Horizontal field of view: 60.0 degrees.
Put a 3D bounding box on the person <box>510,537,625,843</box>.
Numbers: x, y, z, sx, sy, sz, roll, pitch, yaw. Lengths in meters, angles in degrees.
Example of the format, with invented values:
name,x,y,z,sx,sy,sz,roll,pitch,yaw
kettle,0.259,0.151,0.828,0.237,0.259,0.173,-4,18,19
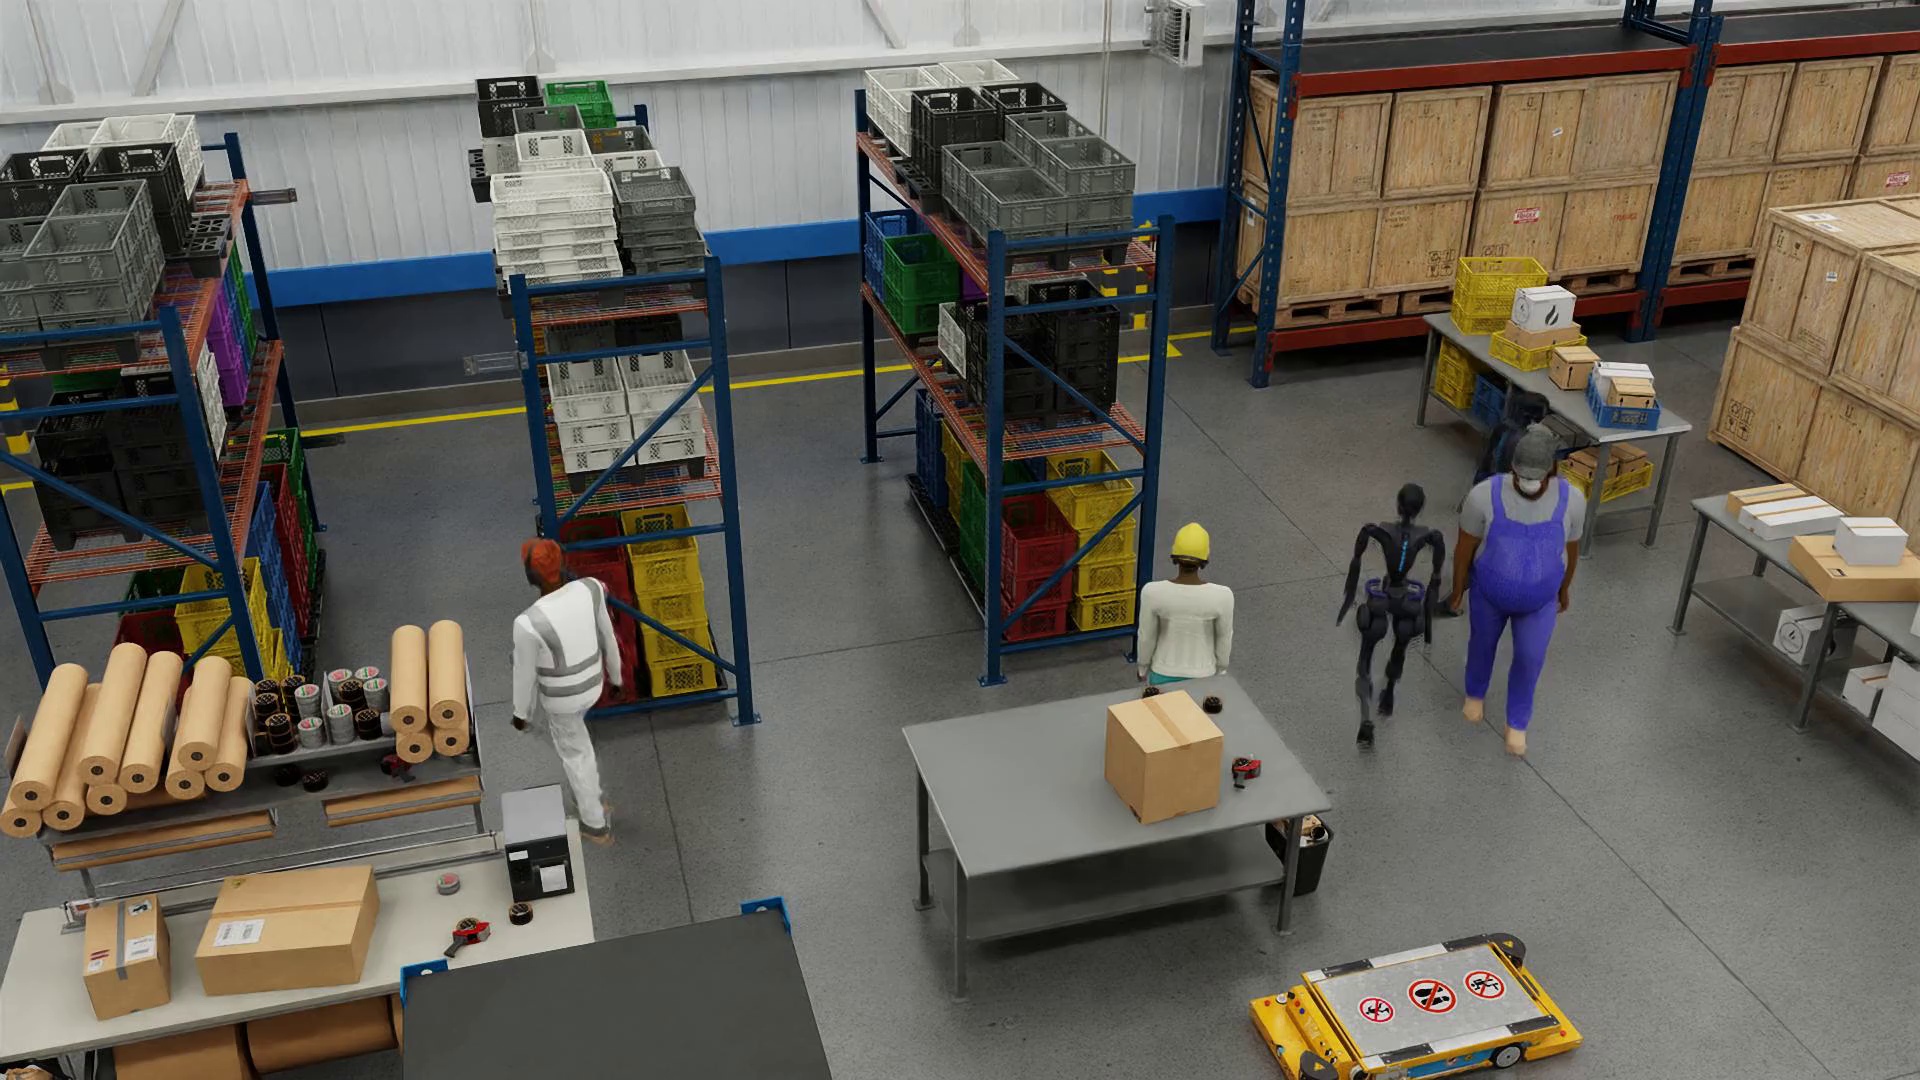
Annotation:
name,x,y,z,sx,sy,sz,roll,pitch,yaw
person,-2.166,0.810,9.023,0.565,1.865,0.601,19,34,31

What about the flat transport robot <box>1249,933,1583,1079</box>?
name,x,y,z,sx,sy,sz,roll,pitch,yaw
flat transport robot,2.184,2.282,7.980,1.431,0.197,0.652,-8,30,-14

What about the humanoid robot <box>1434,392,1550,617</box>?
name,x,y,z,sx,sy,sz,roll,pitch,yaw
humanoid robot,3.608,-0.231,11.178,0.791,1.624,0.580,-6,29,-11

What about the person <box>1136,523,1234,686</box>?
name,x,y,z,sx,sy,sz,roll,pitch,yaw
person,1.245,0.710,9.312,0.524,1.768,0.324,4,29,6

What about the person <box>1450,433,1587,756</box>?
name,x,y,z,sx,sy,sz,roll,pitch,yaw
person,3.250,0.292,9.793,0.701,2.000,0.810,7,30,13

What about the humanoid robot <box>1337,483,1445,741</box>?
name,x,y,z,sx,sy,sz,roll,pitch,yaw
humanoid robot,2.571,0.415,9.965,0.566,1.629,0.616,3,29,6
